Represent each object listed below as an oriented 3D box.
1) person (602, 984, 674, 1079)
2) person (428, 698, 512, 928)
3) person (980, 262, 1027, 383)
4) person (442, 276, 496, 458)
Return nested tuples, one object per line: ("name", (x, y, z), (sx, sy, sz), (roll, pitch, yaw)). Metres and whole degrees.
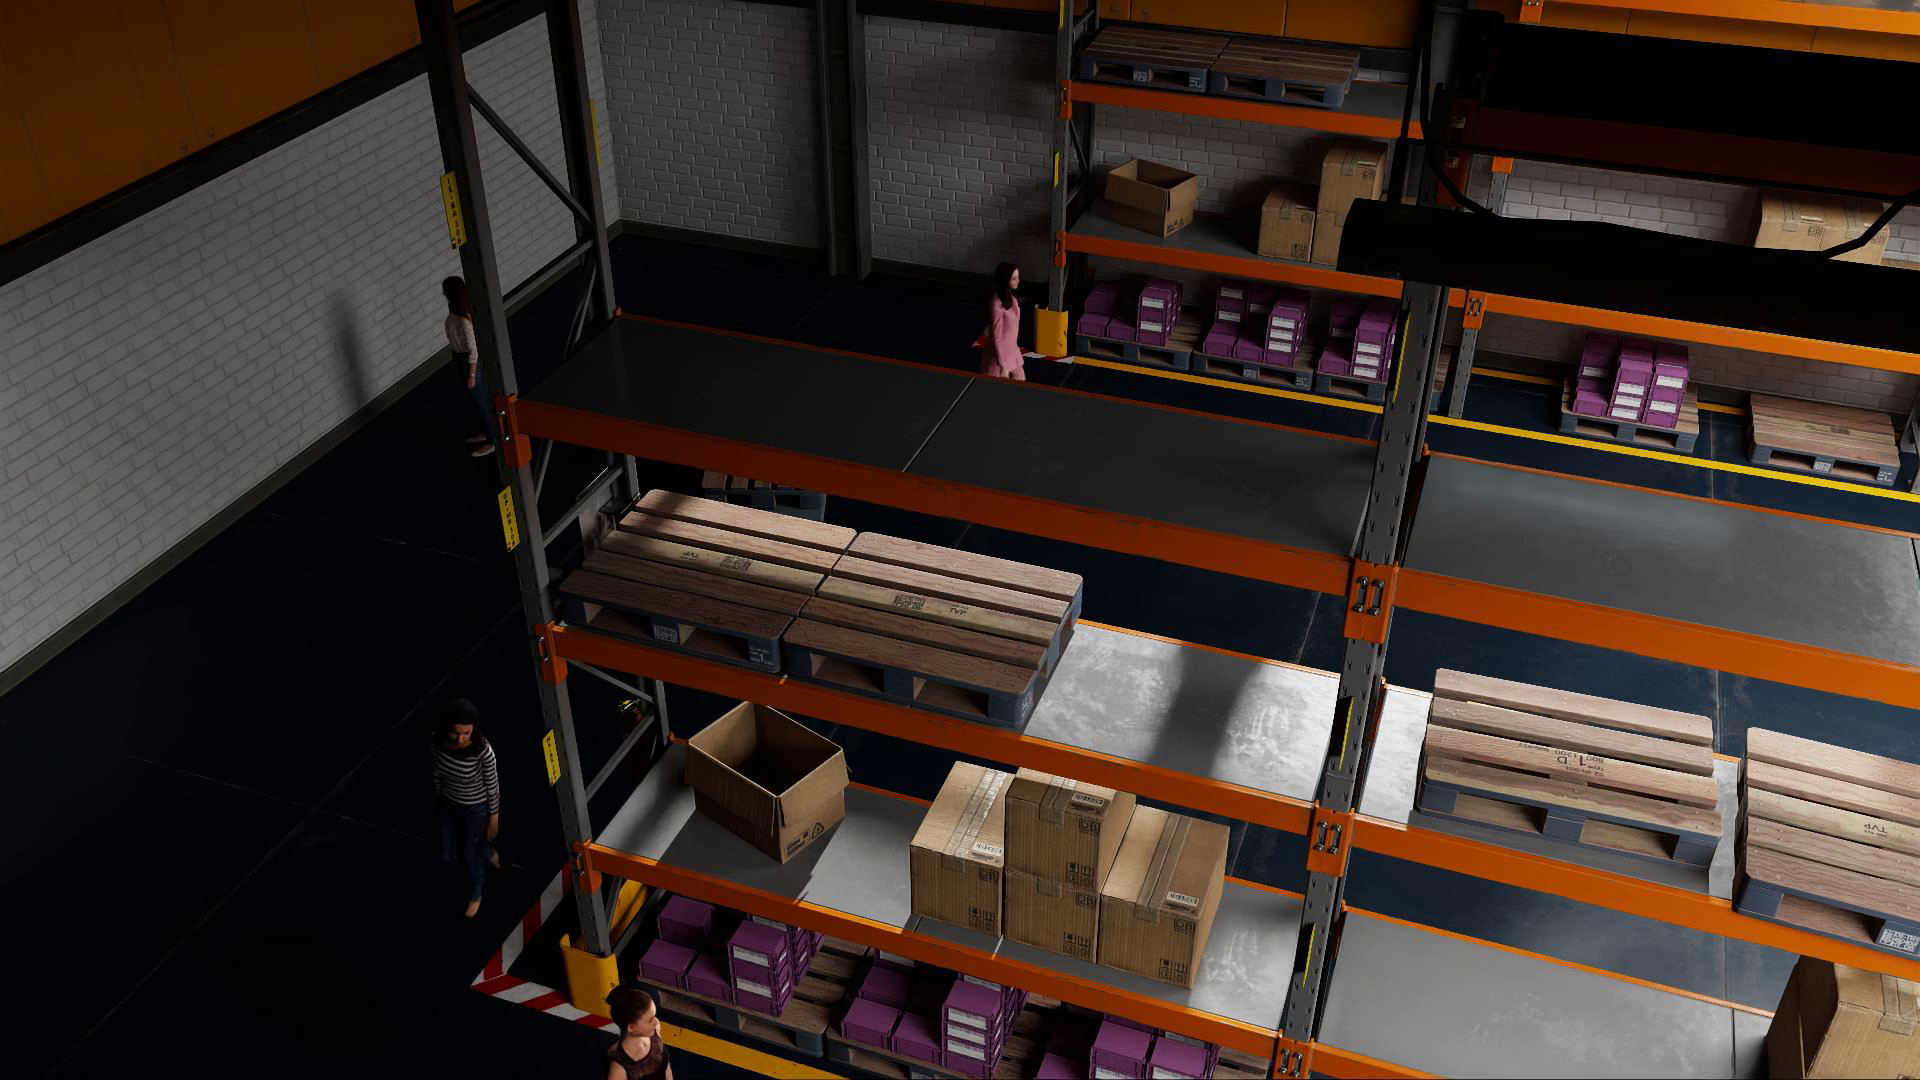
("person", (-1.667, 2.821, 8.338), (1.007, 1.656, 0.586), (13, 36, 19))
("person", (-2.909, 1.613, 10.058), (0.643, 1.764, 0.691), (13, 36, 19))
("person", (0.288, -1.674, 15.018), (1.156, 1.747, 0.732), (16, 37, 23))
("person", (-4.382, -1.576, 14.890), (0.701, 1.725, 0.644), (-14, 36, -20))
